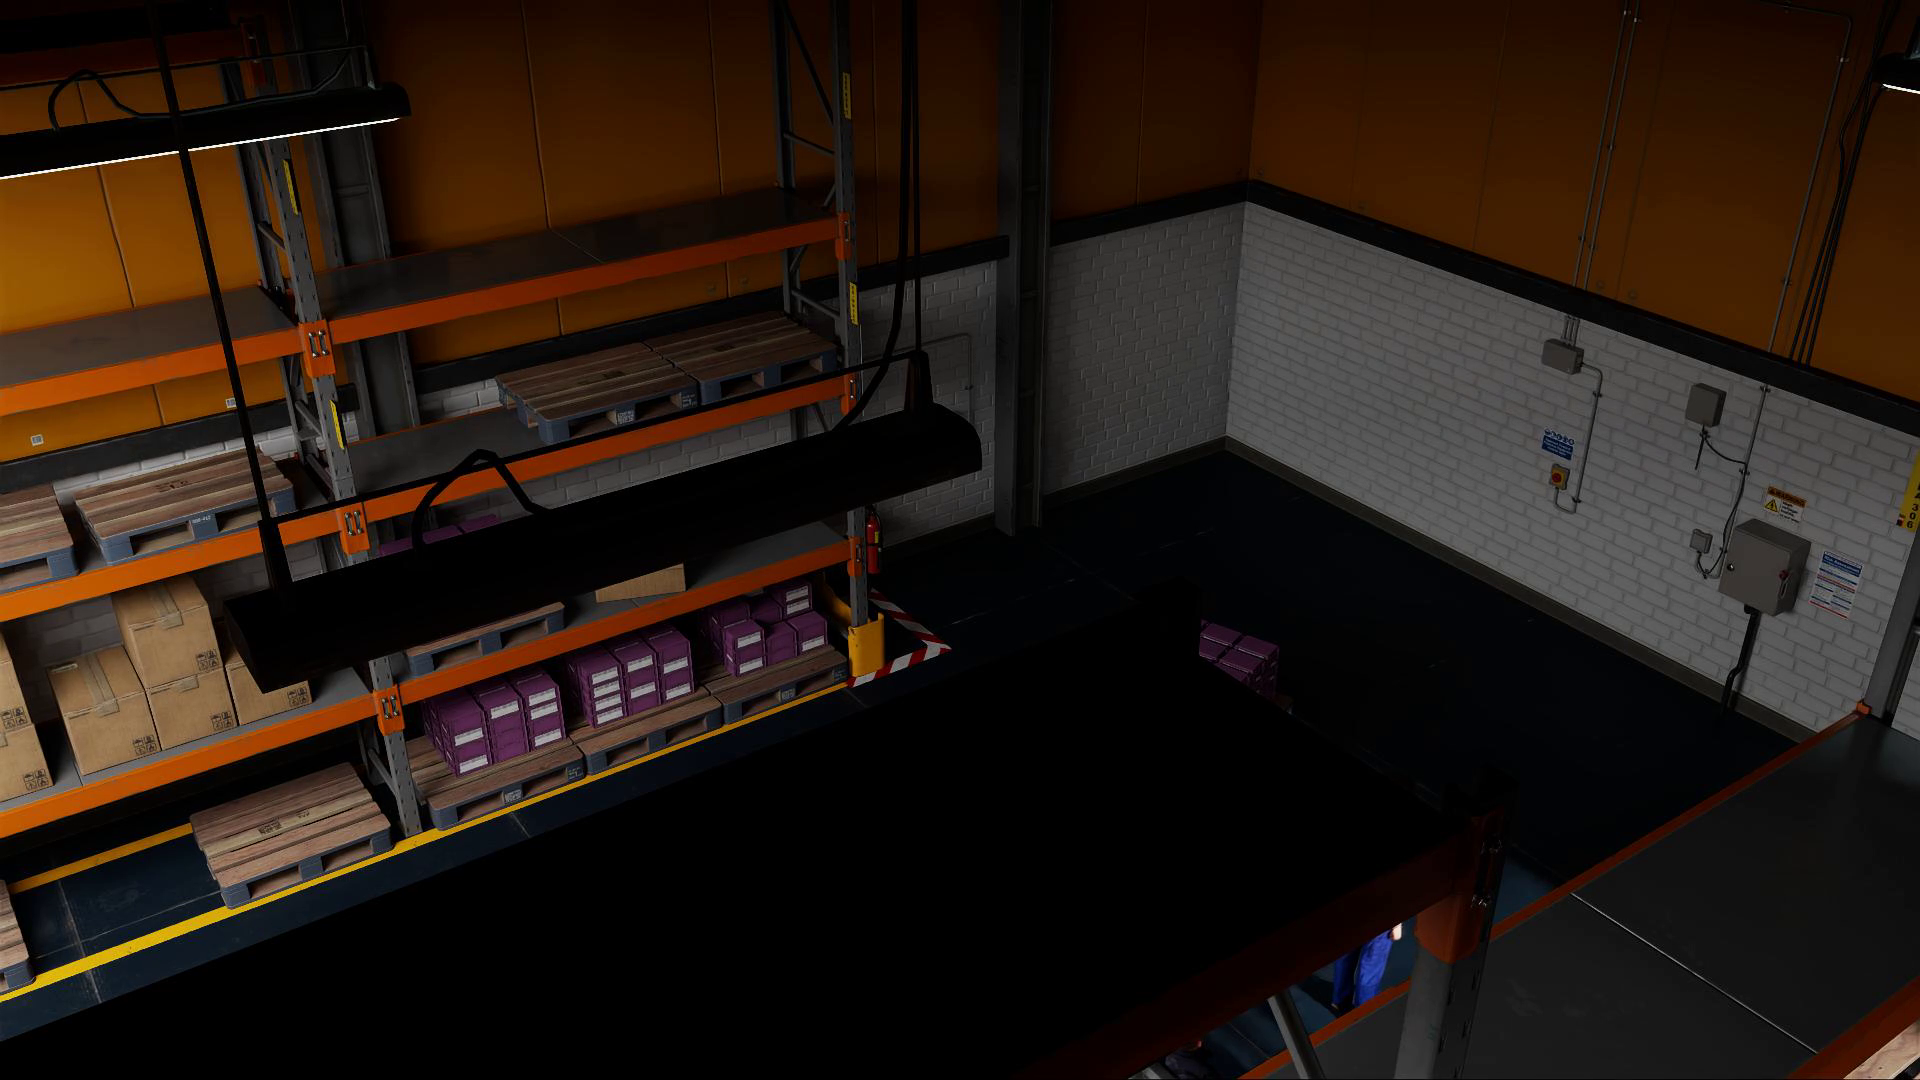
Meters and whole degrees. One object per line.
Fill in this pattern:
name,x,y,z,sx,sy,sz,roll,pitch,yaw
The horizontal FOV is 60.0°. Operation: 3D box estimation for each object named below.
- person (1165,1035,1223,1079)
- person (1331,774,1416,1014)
person,1.161,3.175,8.868,0.852,1.861,0.826,19,34,30
person,2.597,2.280,10.488,0.681,1.881,0.713,-13,31,-22
